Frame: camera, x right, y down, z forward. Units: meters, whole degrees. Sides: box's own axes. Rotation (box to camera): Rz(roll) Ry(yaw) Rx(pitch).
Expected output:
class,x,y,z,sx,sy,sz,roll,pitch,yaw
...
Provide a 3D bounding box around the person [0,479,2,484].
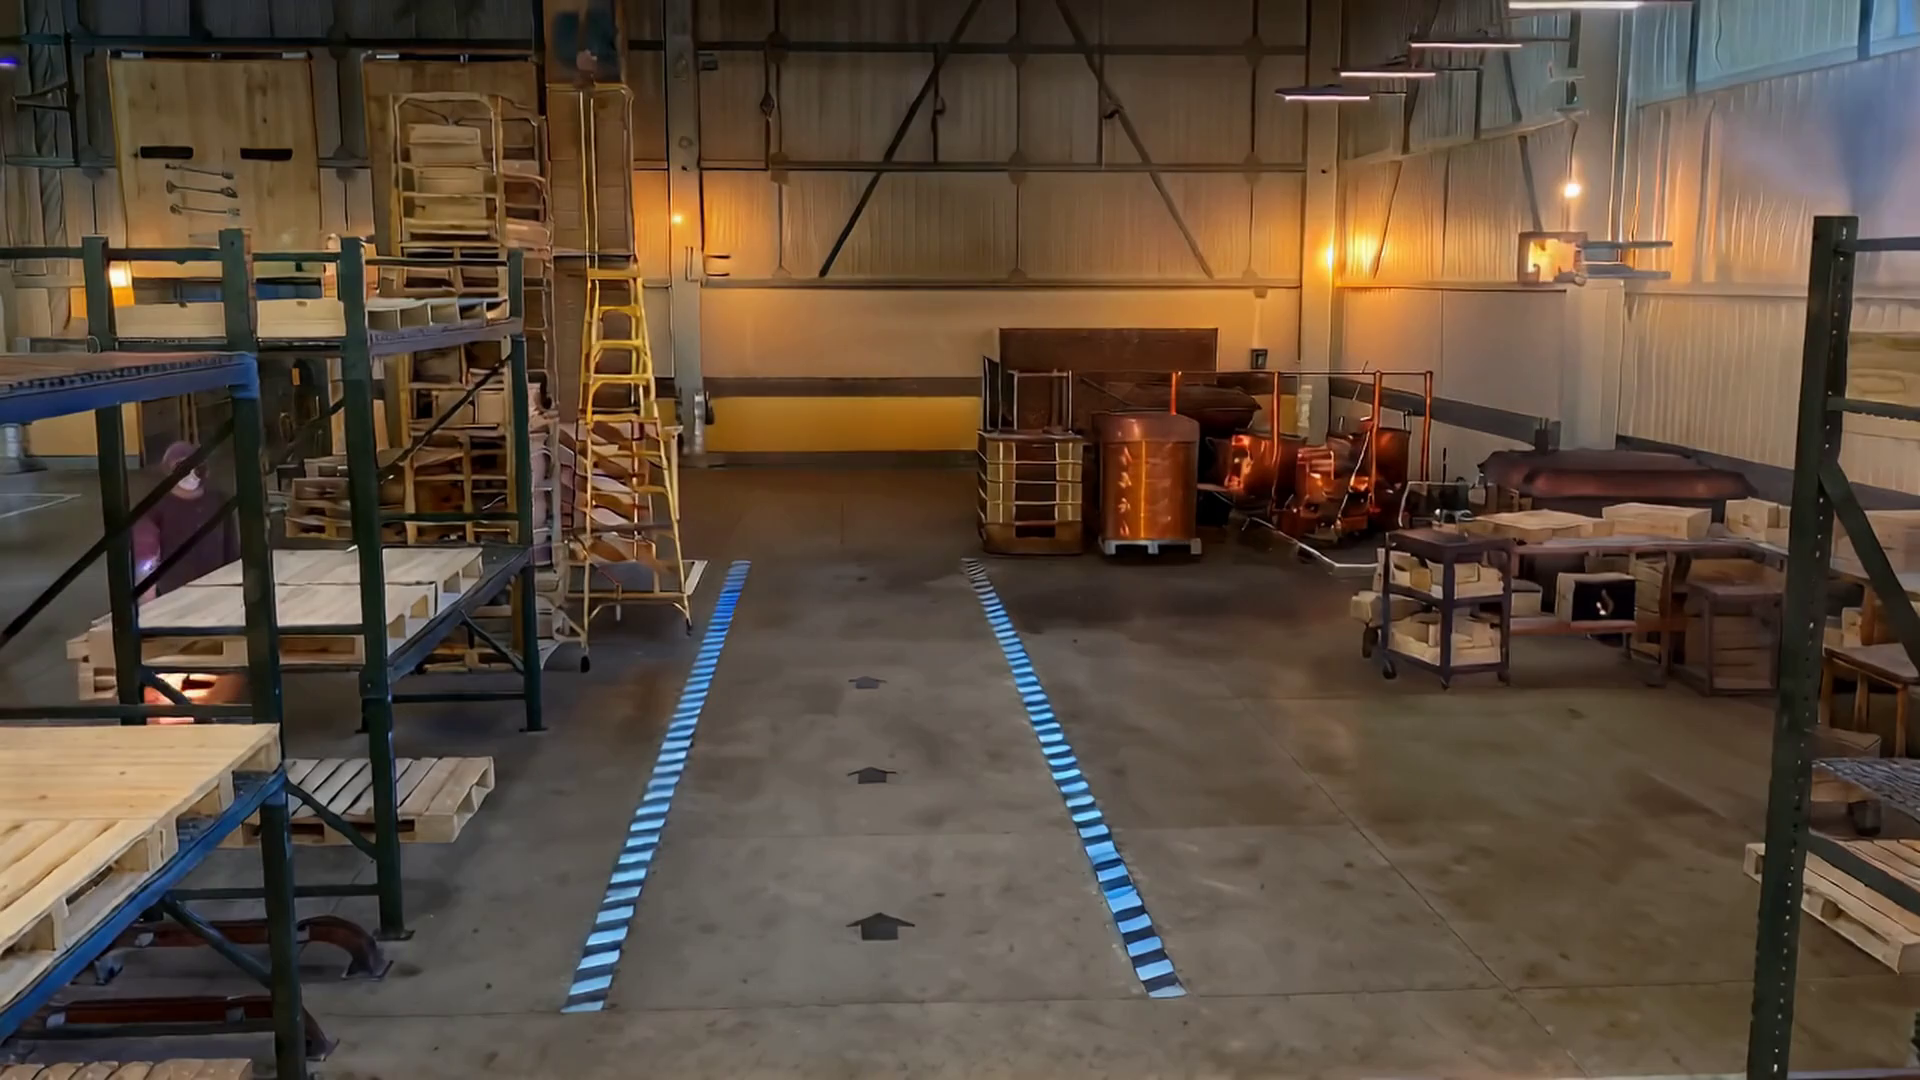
class,x,y,z,sx,sy,sz,roll,pitch,yaw
person,-13.449,-1.696,22.774,0.549,1.929,0.387,0,9,2

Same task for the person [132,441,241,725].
class,x,y,z,sx,sy,sz,roll,pitch,yaw
person,-4.436,0.389,9.632,0.635,1.937,0.352,-8,12,-42

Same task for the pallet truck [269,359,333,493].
class,x,y,z,sx,sy,sz,roll,pitch,yaw
pallet truck,-7.062,-1.131,18.996,1.885,1.965,0.823,2,9,13
